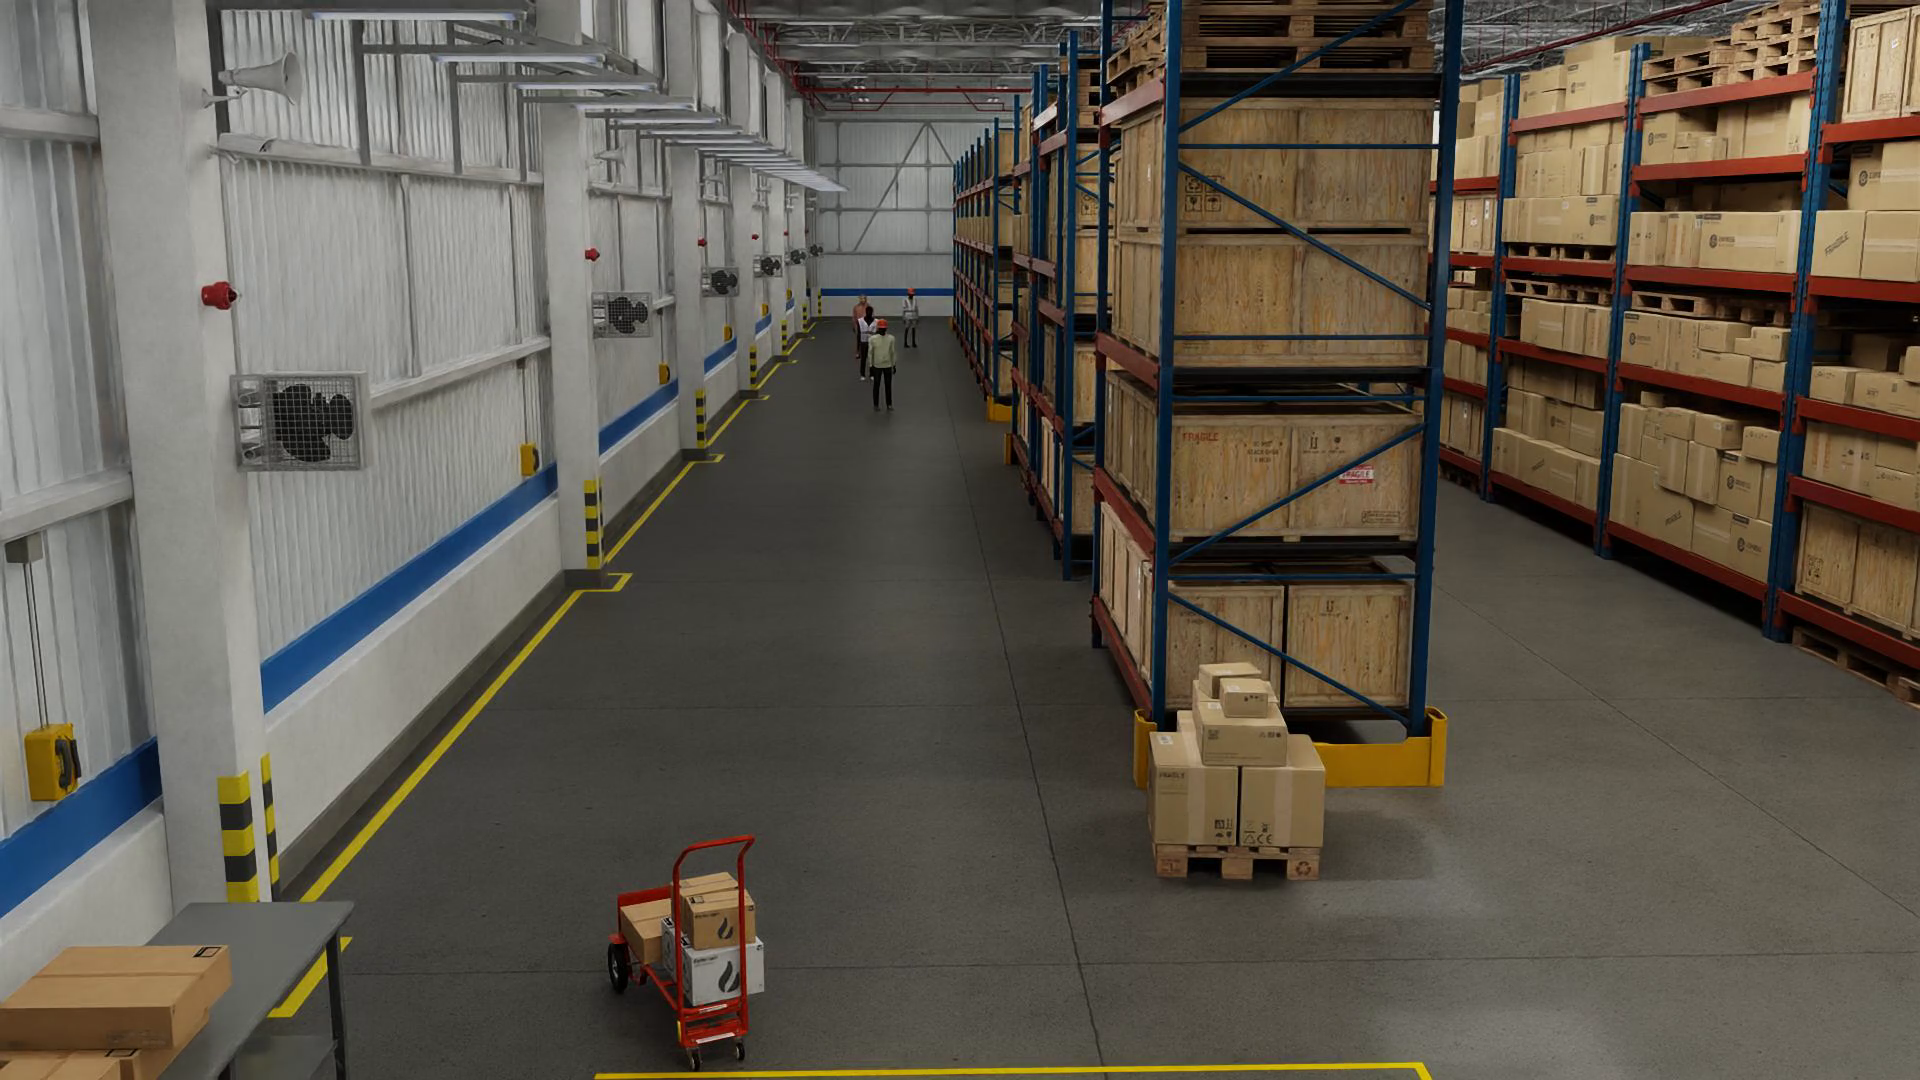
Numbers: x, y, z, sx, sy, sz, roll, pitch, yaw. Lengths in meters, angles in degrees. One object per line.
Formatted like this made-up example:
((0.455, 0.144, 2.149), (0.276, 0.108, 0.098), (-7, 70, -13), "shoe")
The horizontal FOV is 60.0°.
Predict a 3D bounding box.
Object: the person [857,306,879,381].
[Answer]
((-2.345, -5.035, 42.595), (0.594, 1.909, 0.398), (-1, 11, -8), "person")

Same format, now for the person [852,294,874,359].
((-2.864, -6.324, 49.292), (0.652, 1.906, 0.408), (0, 11, -1), "person")

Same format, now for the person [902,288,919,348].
((-1.579, -7.155, 53.580), (0.544, 1.926, 0.401), (-5, 12, -22), "person")

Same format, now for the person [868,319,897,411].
((-1.664, -3.756, 35.728), (0.613, 1.989, 0.403), (-3, 11, -16), "person")

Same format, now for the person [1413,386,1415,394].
((10.840, -4.419, 39.424), (0.670, 1.889, 0.569), (2, 11, 8), "person")
